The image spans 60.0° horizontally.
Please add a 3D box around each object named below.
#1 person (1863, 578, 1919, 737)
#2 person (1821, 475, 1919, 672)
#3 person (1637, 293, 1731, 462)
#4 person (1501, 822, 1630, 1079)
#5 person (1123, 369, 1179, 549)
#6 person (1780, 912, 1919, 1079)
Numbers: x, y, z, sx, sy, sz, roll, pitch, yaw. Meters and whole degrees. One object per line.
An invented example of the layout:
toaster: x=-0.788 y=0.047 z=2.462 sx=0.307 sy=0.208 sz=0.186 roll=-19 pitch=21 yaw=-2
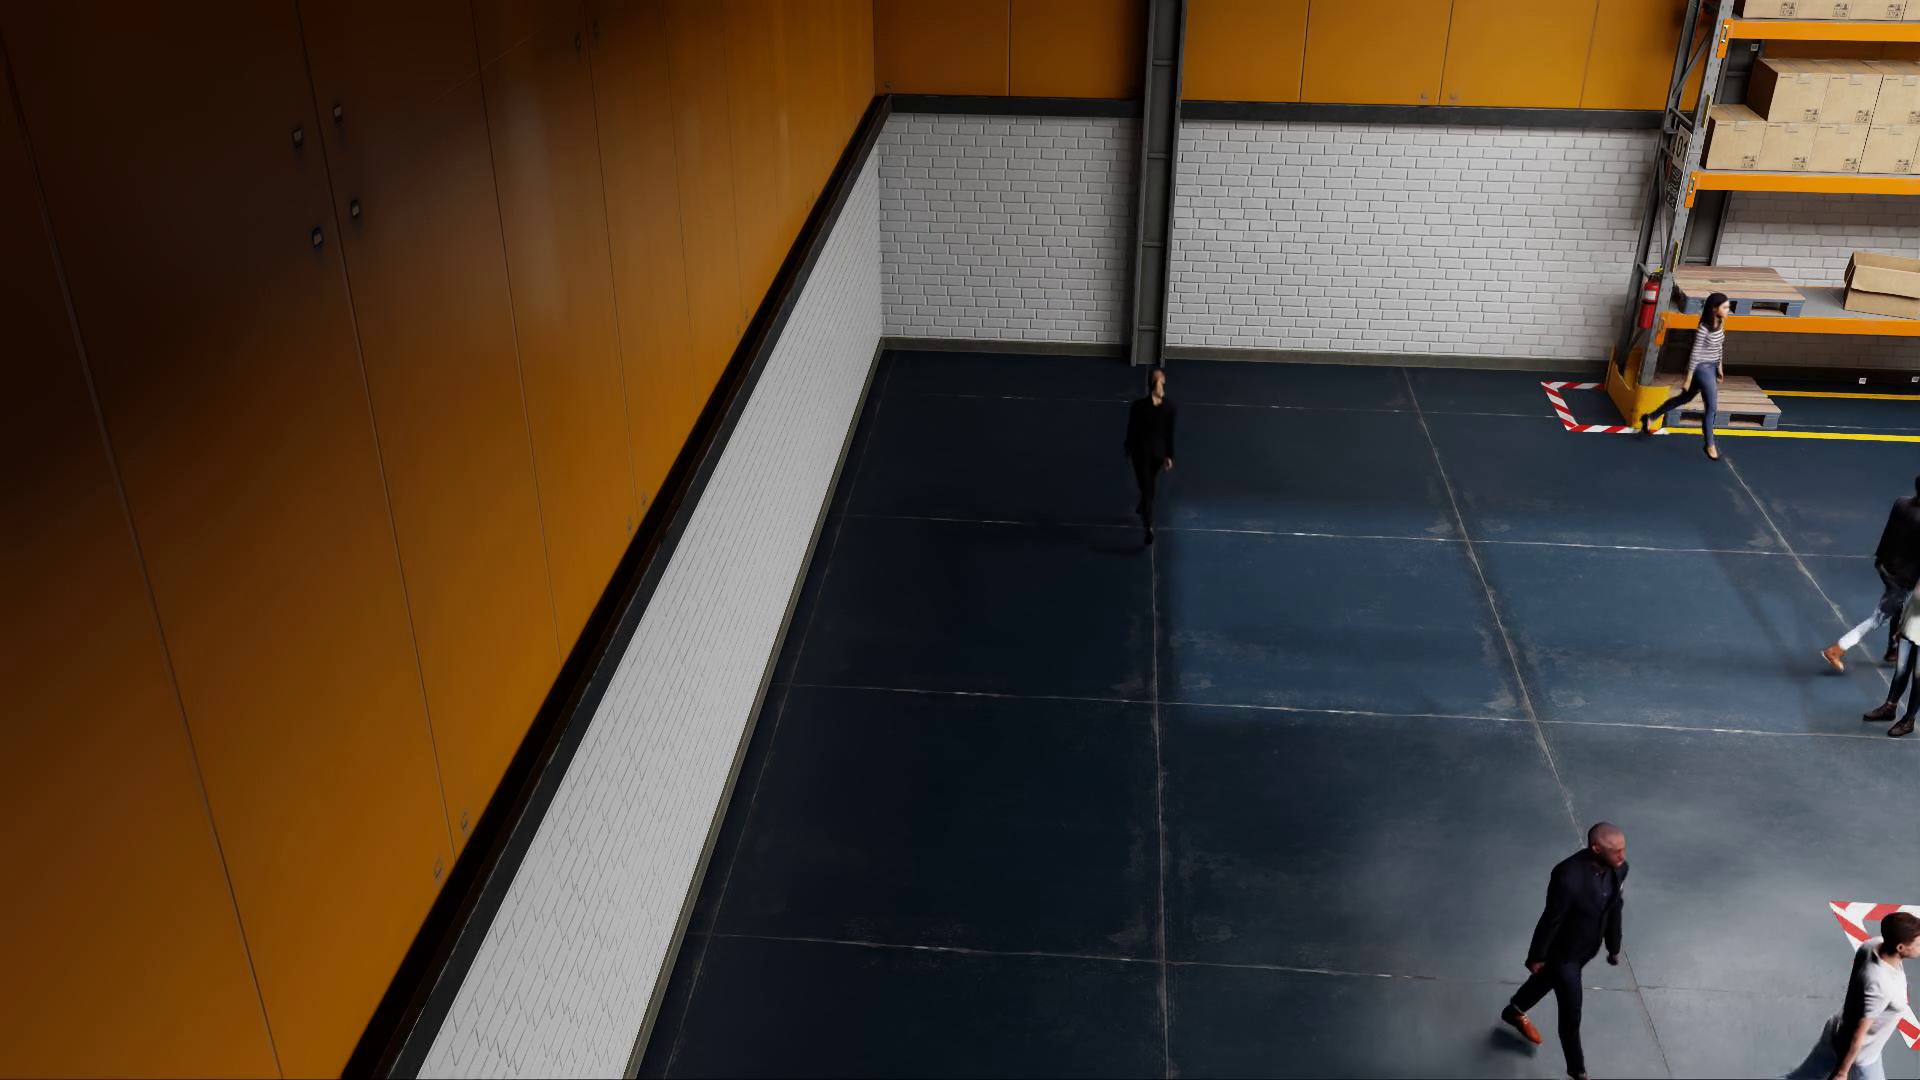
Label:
person: x=7.387 y=0.746 z=12.758 sx=0.617 sy=1.643 sz=0.635 roll=-8 pitch=30 yaw=-15
person: x=7.507 y=0.282 z=13.429 sx=1.160 sy=1.815 sz=0.761 roll=0 pitch=29 yaw=-1
person: x=7.550 y=-1.707 z=17.147 sx=1.219 sy=1.747 sz=1.046 roll=22 pitch=36 yaw=35
person: x=3.500 y=2.337 z=9.712 sx=1.202 sy=1.767 sz=1.197 roll=-17 pitch=33 yaw=-28
person: x=1.761 y=-0.723 z=15.436 sx=1.071 sy=1.658 sz=0.856 roll=-4 pitch=29 yaw=-8
person: x=4.719 y=2.721 z=8.981 sx=1.285 sy=1.793 sz=0.925 roll=11 pitch=30 yaw=19
